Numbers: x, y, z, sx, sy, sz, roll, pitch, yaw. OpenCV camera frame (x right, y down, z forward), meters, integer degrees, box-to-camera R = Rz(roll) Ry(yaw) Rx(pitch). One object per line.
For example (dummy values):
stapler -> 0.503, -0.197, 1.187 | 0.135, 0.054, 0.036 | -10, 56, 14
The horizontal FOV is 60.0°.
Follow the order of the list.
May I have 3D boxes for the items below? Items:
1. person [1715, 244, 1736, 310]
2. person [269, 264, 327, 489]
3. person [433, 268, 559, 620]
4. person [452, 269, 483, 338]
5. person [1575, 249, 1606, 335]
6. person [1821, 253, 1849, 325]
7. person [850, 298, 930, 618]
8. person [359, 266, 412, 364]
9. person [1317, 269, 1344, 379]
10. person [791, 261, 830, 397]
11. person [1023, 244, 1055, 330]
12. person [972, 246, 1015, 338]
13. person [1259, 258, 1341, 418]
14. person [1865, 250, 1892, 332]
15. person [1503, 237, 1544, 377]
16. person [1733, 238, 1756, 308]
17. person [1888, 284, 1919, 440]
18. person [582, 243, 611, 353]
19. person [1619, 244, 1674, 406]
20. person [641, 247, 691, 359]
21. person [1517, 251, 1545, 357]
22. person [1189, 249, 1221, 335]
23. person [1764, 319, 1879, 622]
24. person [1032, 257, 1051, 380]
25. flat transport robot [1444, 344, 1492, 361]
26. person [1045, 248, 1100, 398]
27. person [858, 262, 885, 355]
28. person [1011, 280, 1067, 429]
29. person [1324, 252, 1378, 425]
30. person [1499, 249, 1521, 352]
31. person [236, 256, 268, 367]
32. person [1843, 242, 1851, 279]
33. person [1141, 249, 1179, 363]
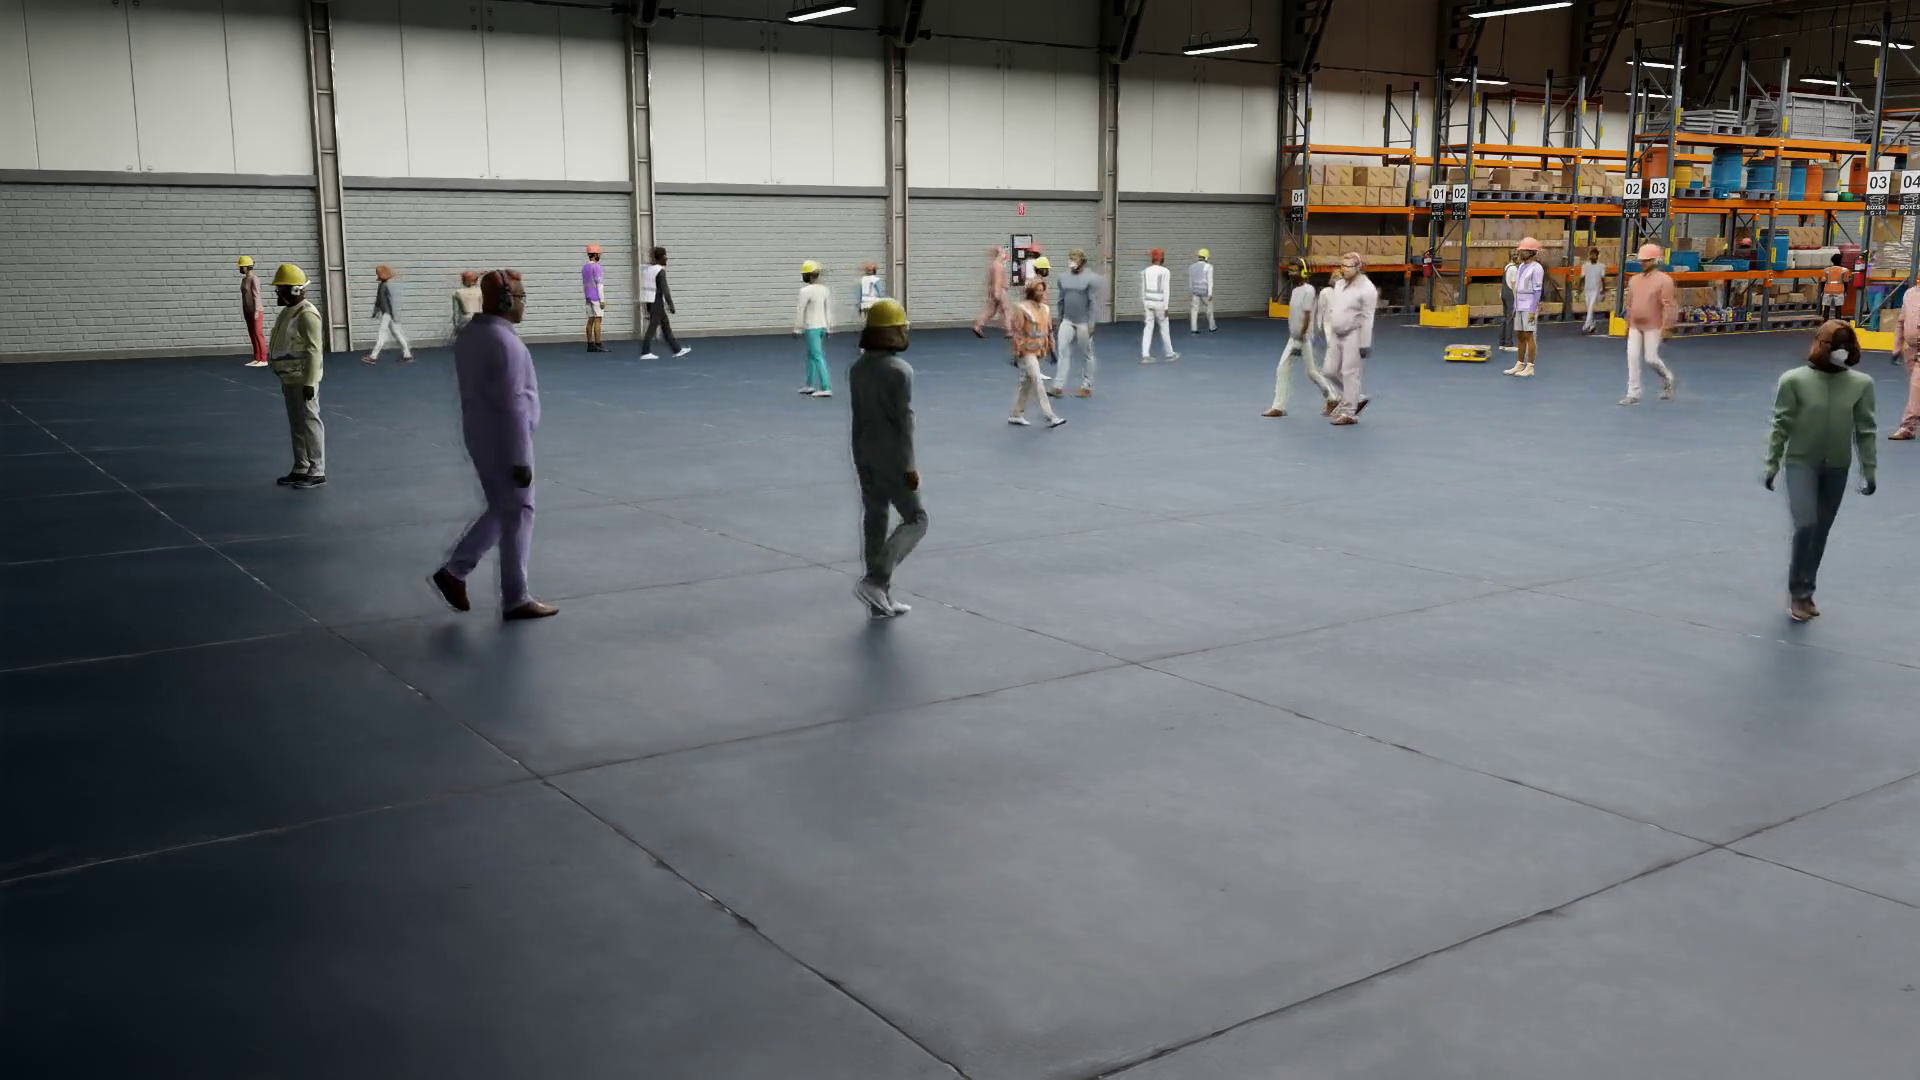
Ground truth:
person -> 18.328, -6.145, 39.828 | 0.434, 1.905, 0.581 | -9, 14, -41
person -> -5.447, -1.339, 13.668 | 0.403, 1.833, 0.591 | -9, 14, -42
person -> -2.481, -0.489, 8.844 | 0.526, 1.891, 0.661 | -8, 13, -38
person -> -6.584, -2.839, 22.464 | 0.525, 1.621, 0.502 | -1, 10, -6
person -> 13.343, -5.246, 35.200 | 0.551, 1.806, 1.036 | 8, 13, 38
person -> 18.955, -5.360, 36.077 | 0.536, 1.699, 0.322 | 7, 12, 32
person -> -0.393, -0.423, 8.901 | 0.378, 1.731, 0.503 | -9, 14, -41
person -> -9.373, -3.662, 27.085 | 0.870, 1.587, 0.515 | -6, 12, -30
person -> 5.387, -3.061, 23.749 | 0.515, 1.578, 0.851 | -2, 11, -13
person -> -1.962, -2.719, 21.473 | 0.723, 1.740, 0.532 | 5, 12, 27
person -> 1.622, -5.294, 35.185 | 0.568, 1.886, 0.977 | 9, 14, 41
person -> 0.723, -5.017, 33.736 | 0.927, 1.875, 0.652 | -2, 10, -10
person -> 3.926, -2.300, 18.955 | 0.941, 1.831, 0.518 | -3, 11, -18
person -> 18.821, -5.079, 34.272 | 0.981, 1.788, 0.591 | -9, 14, -41
person -> 8.327, -3.425, 24.515 | 0.365, 2.048, 0.608 | -2, 11, -11
person -> 19.450, -6.469, 41.288 | 0.768, 2.012, 0.634 | -10, 14, -44
person -> 9.908, -1.961, 17.005 | 0.966, 1.869, 0.653 | -4, 11, -21
person -> -6.510, -4.315, 29.687 | 0.349, 1.942, 0.543 | -10, 14, -43
person -> 8.436, -2.628, 20.343 | 0.683, 1.974, 0.621 | -6, 12, -31
person -> -5.002, -4.004, 28.168 | 0.985, 1.871, 0.622 | -5, 11, -26
person -> 9.682, -4.102, 28.417 | 0.527, 1.971, 0.646 | -2, 10, -9
person -> 5.131, -5.202, 34.951 | 0.627, 1.784, 0.905 | 9, 14, 41
person -> 4.627, -0.363, 8.886 | 0.530, 1.610, 0.585 | 1, 10, 4
person -> 1.159, -3.202, 24.063 | 0.329, 1.767, 0.529 | -3, 11, -15
flat transport robot -> 8.503, -3.136, 27.802 | 0.652, 0.197, 1.431 | 4, 11, 21
person -> 1.421, -2.730, 21.088 | 0.661, 1.901, 0.928 | 7, 13, 35
person -> -1.488, -4.034, 29.040 | 0.742, 1.610, 0.528 | -9, 13, -39
person -> 0.845, -2.005, 17.954 | 0.848, 1.586, 0.538 | 9, 14, 40
person -> 4.278, -2.198, 18.226 | 0.459, 1.887, 0.672 | -5, 11, -23
person -> 9.937, -4.316, 29.970 | 0.341, 1.845, 0.518 | -1, 10, -4
person -> -11.252, -3.623, 26.399 | 0.518, 1.757, 0.337 | 10, 14, 43
person -> 24.311, -7.214, 45.662 | 0.548, 1.920, 0.704 | 10, 14, 42
person -> 3.260, -3.839, 27.314 | 0.604, 1.850, 0.811 | 10, 14, 43
